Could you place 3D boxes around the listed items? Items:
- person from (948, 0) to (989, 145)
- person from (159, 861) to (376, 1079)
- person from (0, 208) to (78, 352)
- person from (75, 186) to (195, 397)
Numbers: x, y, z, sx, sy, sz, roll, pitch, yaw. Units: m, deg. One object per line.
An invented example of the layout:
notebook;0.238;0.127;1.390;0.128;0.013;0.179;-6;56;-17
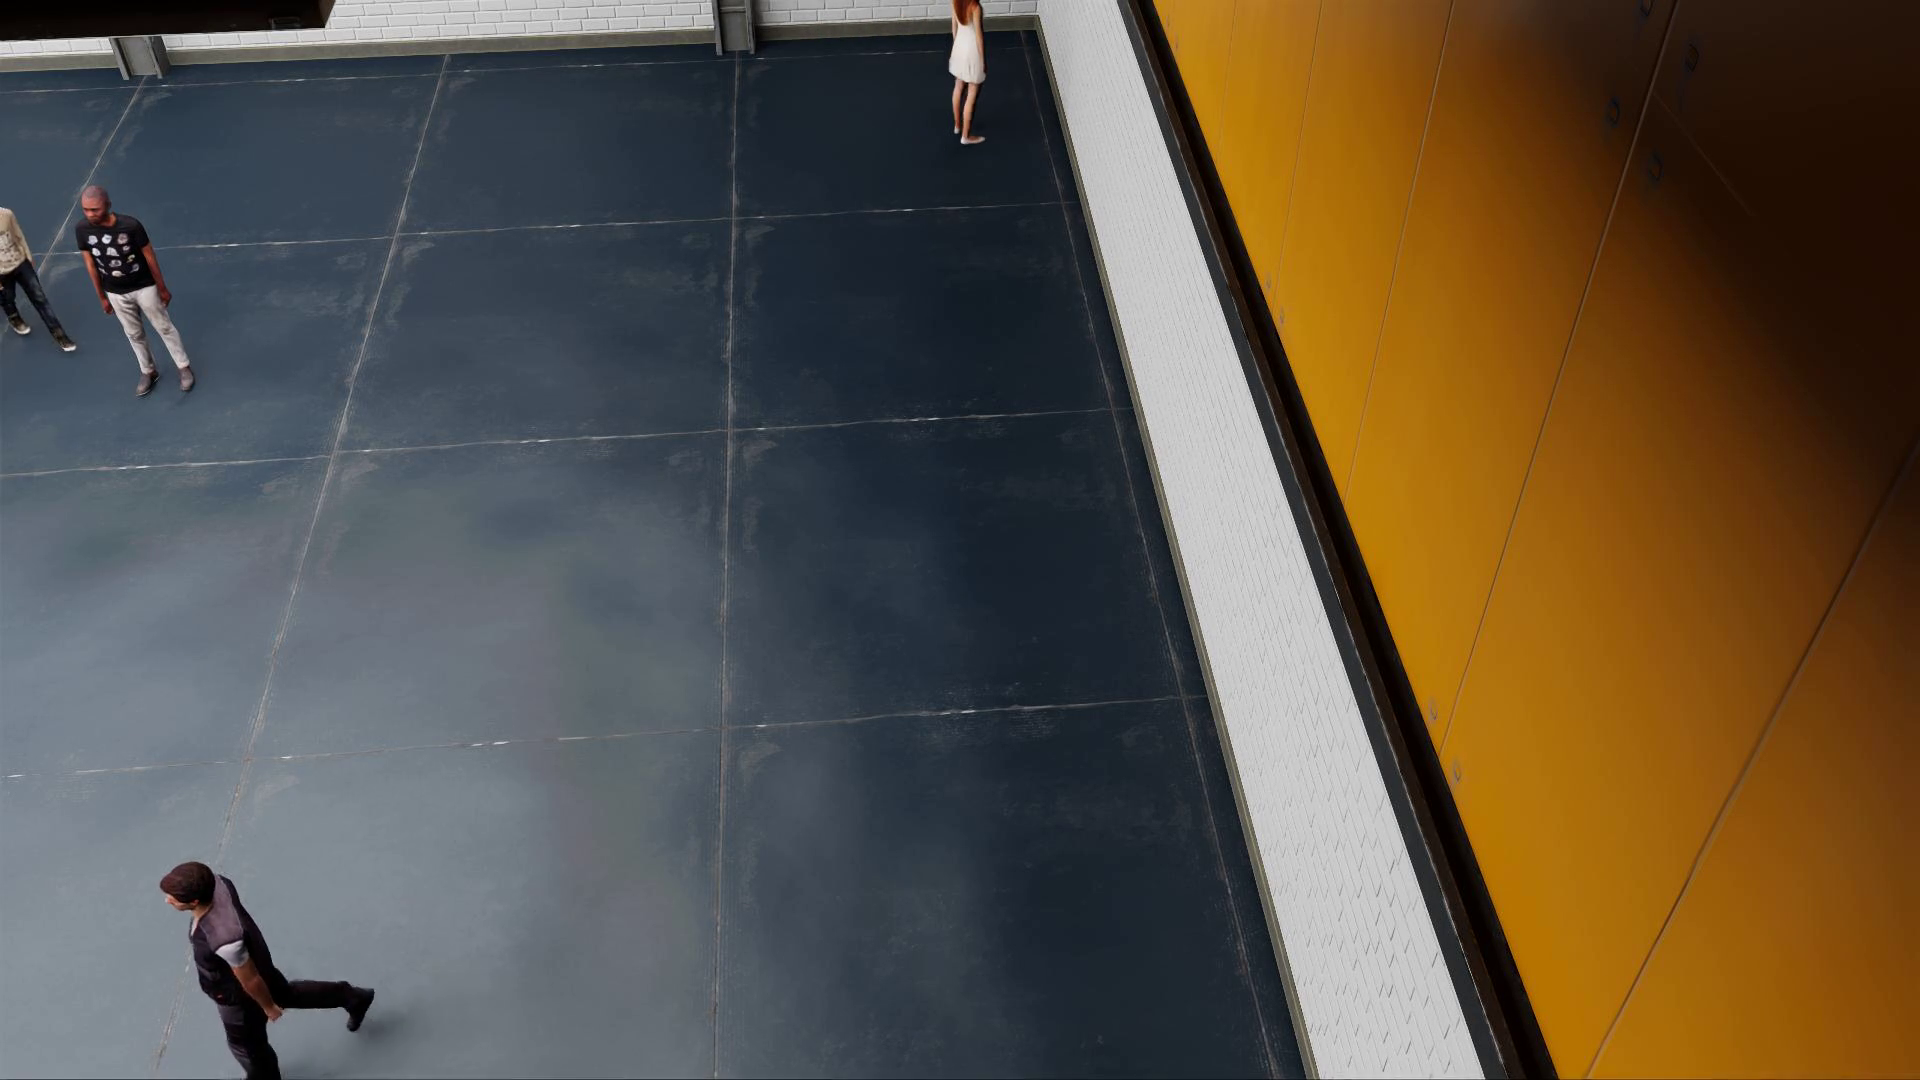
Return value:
person;0.064;-4.544;15.512;0.713;1.711;0.673;-28;50;-26
person;-3.511;2.156;8.399;1.199;1.823;0.931;-20;47;-20
person;-7.619;-2.200;13.255;1.042;1.430;0.988;30;51;28
person;-6.311;-1.925;12.697;0.543;1.803;0.740;-8;44;-8
